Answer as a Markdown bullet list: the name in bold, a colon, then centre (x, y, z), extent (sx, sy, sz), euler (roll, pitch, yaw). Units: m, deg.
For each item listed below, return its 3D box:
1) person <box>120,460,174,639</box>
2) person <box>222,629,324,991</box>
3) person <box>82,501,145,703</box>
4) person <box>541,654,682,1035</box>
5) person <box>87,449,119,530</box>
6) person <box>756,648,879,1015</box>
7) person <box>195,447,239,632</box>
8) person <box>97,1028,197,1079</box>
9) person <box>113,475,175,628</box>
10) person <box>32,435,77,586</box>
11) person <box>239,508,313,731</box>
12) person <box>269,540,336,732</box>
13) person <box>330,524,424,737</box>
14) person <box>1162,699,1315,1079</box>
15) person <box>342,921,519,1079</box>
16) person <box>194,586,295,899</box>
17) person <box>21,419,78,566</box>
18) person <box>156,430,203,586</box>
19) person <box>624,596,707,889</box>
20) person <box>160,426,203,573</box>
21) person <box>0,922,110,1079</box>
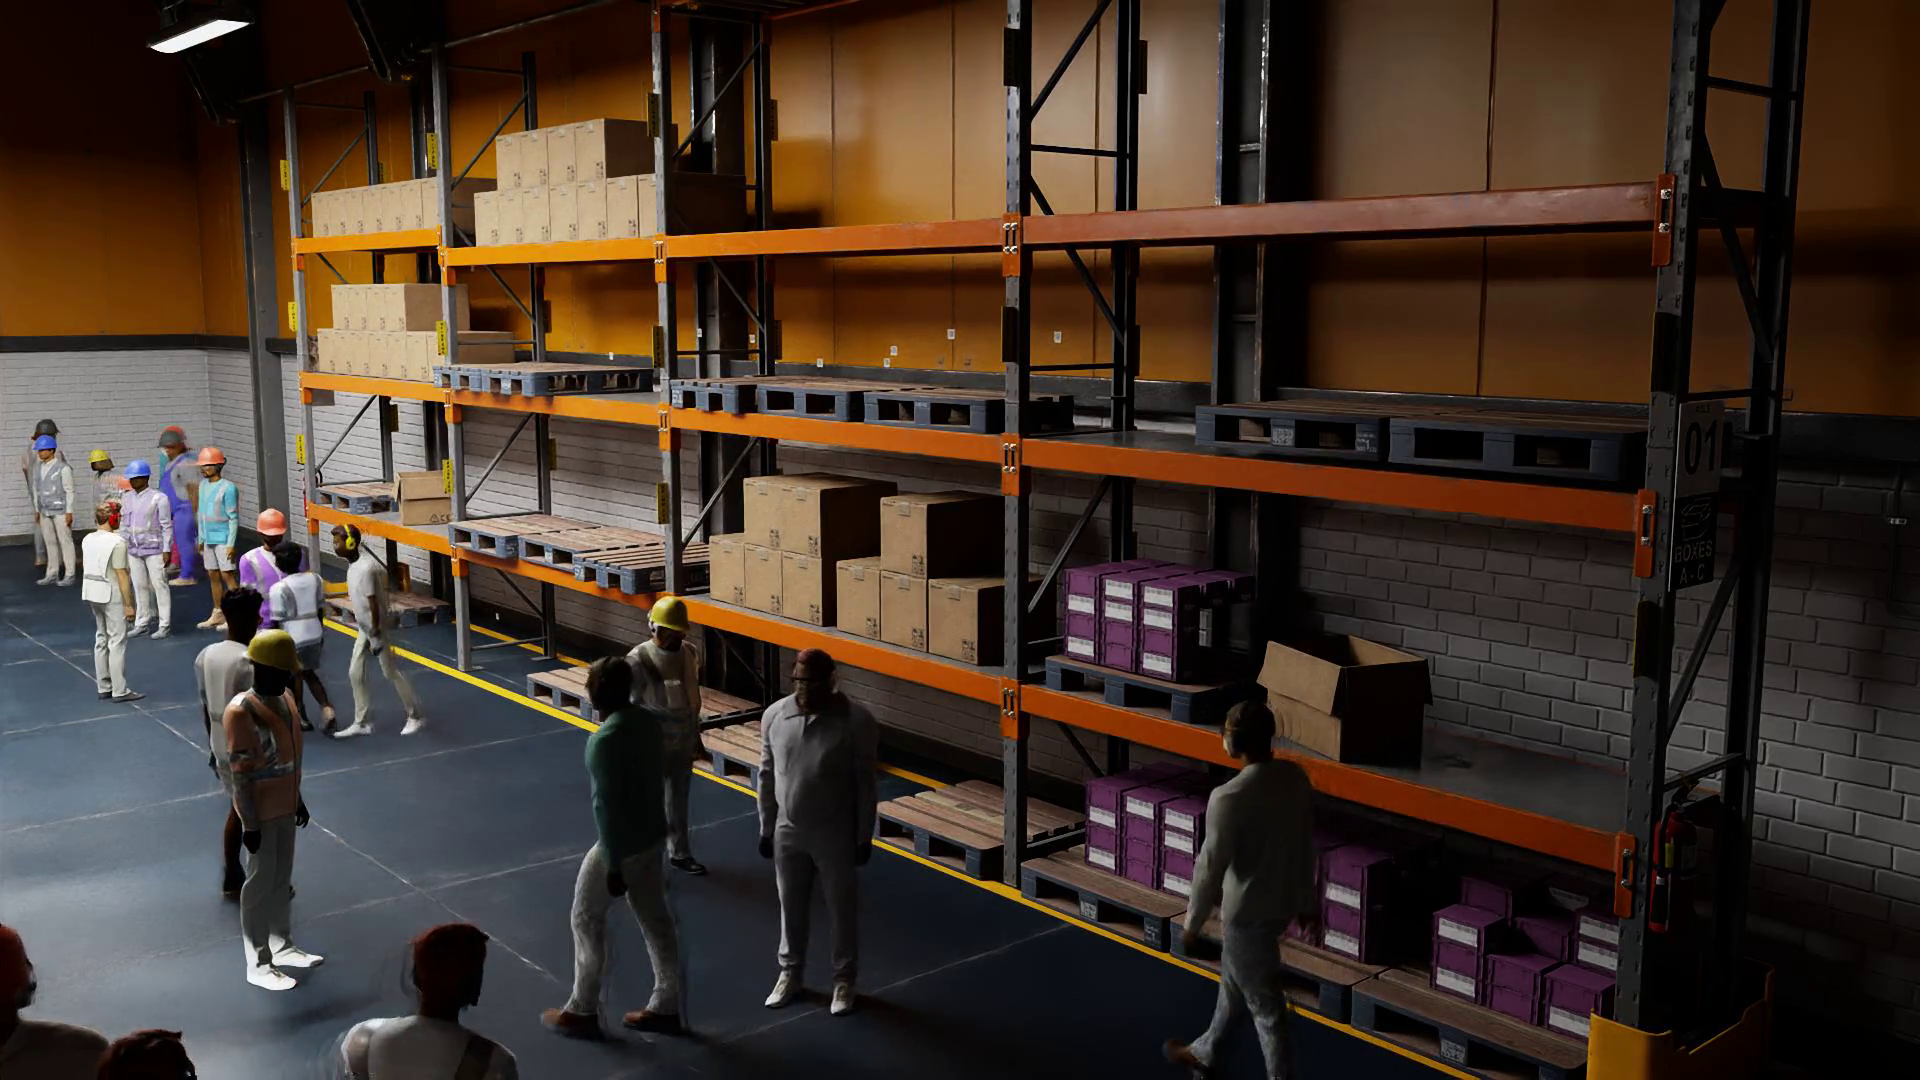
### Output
- **person**: centre (-8.786, 0.103, 17.945), extent (0.618, 1.945, 0.395), euler (2, 8, 14)
- **person**: centre (-3.668, 1.421, 8.897), extent (0.379, 1.918, 0.585), euler (1, 8, 4)
- **person**: centre (-7.738, 0.567, 15.122), extent (0.560, 1.836, 0.394), euler (5, 10, 32)
- **person**: centre (-1.751, 1.512, 8.282), extent (0.822, 1.908, 0.648), euler (3, 9, 18)
- **person**: centre (-11.132, -0.321, 21.658), extent (0.489, 1.730, 0.324), euler (5, 9, 30)
- **person**: centre (-0.742, 1.483, 8.535), extent (0.645, 1.903, 0.398), euler (2, 9, 16)
- **person**: centre (-8.216, -0.006, 18.377), extent (0.608, 2.044, 0.370), euler (5, 9, 29)
- **person**: centre (-2.046, 2.141, 4.111), extent (0.639, 1.854, 0.565), euler (3, 9, 22)
- **person**: centre (-9.159, 0.124, 18.546), extent (0.722, 1.724, 0.593), euler (0, 8, -1)
- **person**: centre (-11.589, -0.374, 21.263), extent (0.607, 1.947, 0.406), euler (3, 9, 20)
- **person**: centre (-5.734, 0.686, 13.993), extent (0.549, 1.925, 0.384), euler (-7, 11, -39)
- **person**: centre (-5.506, 0.826, 13.794), extent (0.476, 1.685, 0.557), euler (4, 9, 24)
- **person**: centre (-4.877, 0.754, 13.949), extent (0.713, 1.818, 0.538), euler (-7, 11, -39)
- **person**: centre (1.197, 1.636, 7.436), extent (0.928, 1.901, 0.661), euler (8, 11, 43)
- **person**: centre (-1.579, 2.057, 4.865), extent (0.608, 1.829, 0.921), euler (1, 8, 7)
- **person**: centre (-4.278, 1.245, 10.009), extent (0.609, 1.957, 0.412), euler (5, 9, 29)
- **person**: centre (-12.539, -0.665, 22.967), extent (0.688, 2.000, 0.536), euler (4, 9, 26)
- **person**: centre (-9.941, -0.446, 21.443), extent (0.737, 2.000, 0.716), euler (-5, 10, -33)
- **person**: centre (-1.825, 1.248, 10.423), extent (0.403, 1.825, 0.586), euler (6, 10, 36)
- **person**: centre (-10.420, -0.531, 22.225), extent (0.612, 1.986, 0.401), euler (2, 8, 14)
- **person**: centre (-2.648, 2.003, 4.627), extent (0.626, 1.986, 0.410), euler (-4, 9, -24)
